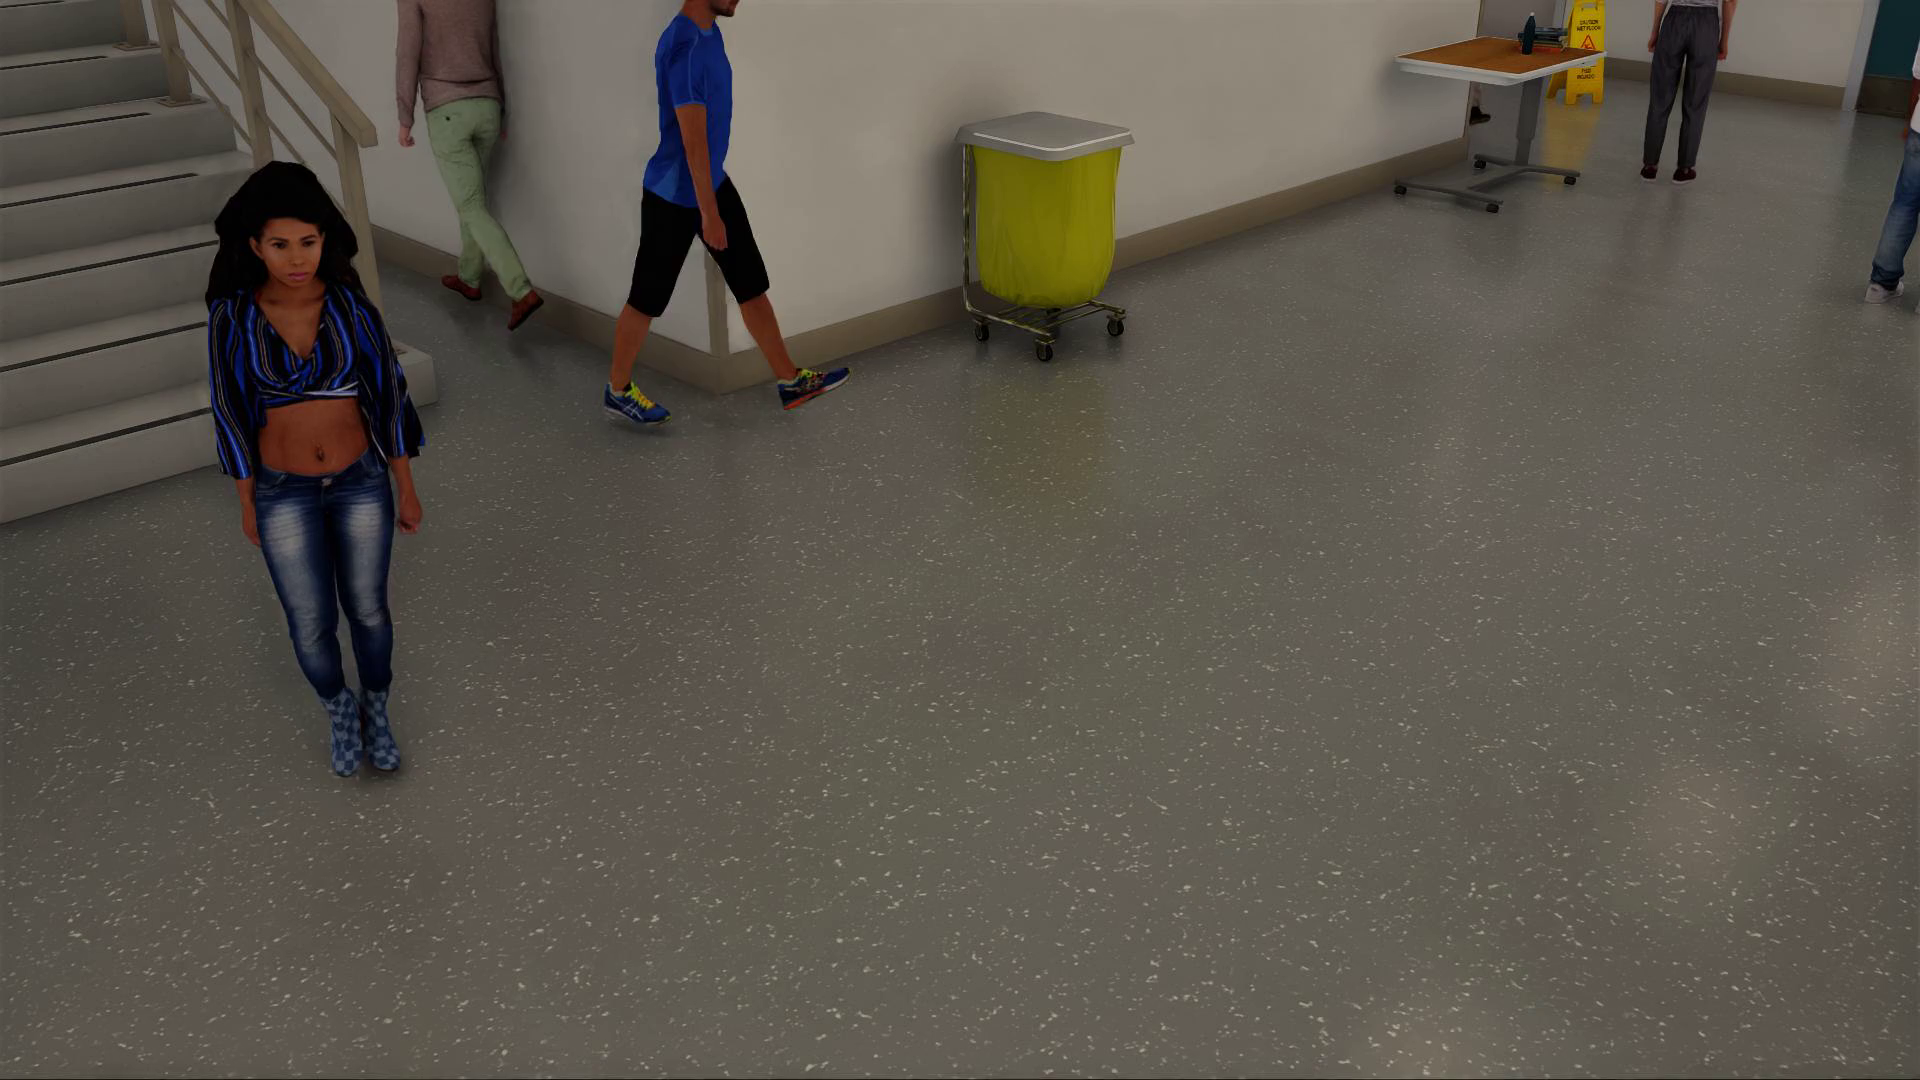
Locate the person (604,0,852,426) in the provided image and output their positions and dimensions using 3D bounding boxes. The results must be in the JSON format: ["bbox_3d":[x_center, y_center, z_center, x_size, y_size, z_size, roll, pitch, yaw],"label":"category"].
[{"bbox_3d":[-1.112,-1.295,6.344,1.322,1.806,1.191,4,26,8],"label":"person"}]

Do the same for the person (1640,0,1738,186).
[{"bbox_3d":[4.392,-3.034,10.032,0.573,1.734,0.728,13,29,25],"label":"person"}]

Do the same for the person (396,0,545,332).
[{"bbox_3d":[-2.177,-1.851,7.444,1.226,1.852,0.701,22,33,37],"label":"person"}]

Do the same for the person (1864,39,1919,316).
[{"bbox_3d":[4.623,-1.966,7.724,0.747,1.815,0.575,-16,30,-30],"label":"person"}]

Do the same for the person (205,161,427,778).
[{"bbox_3d":[-1.605,-0.139,4.176,0.714,1.607,0.721,-12,28,-23],"label":"person"}]
